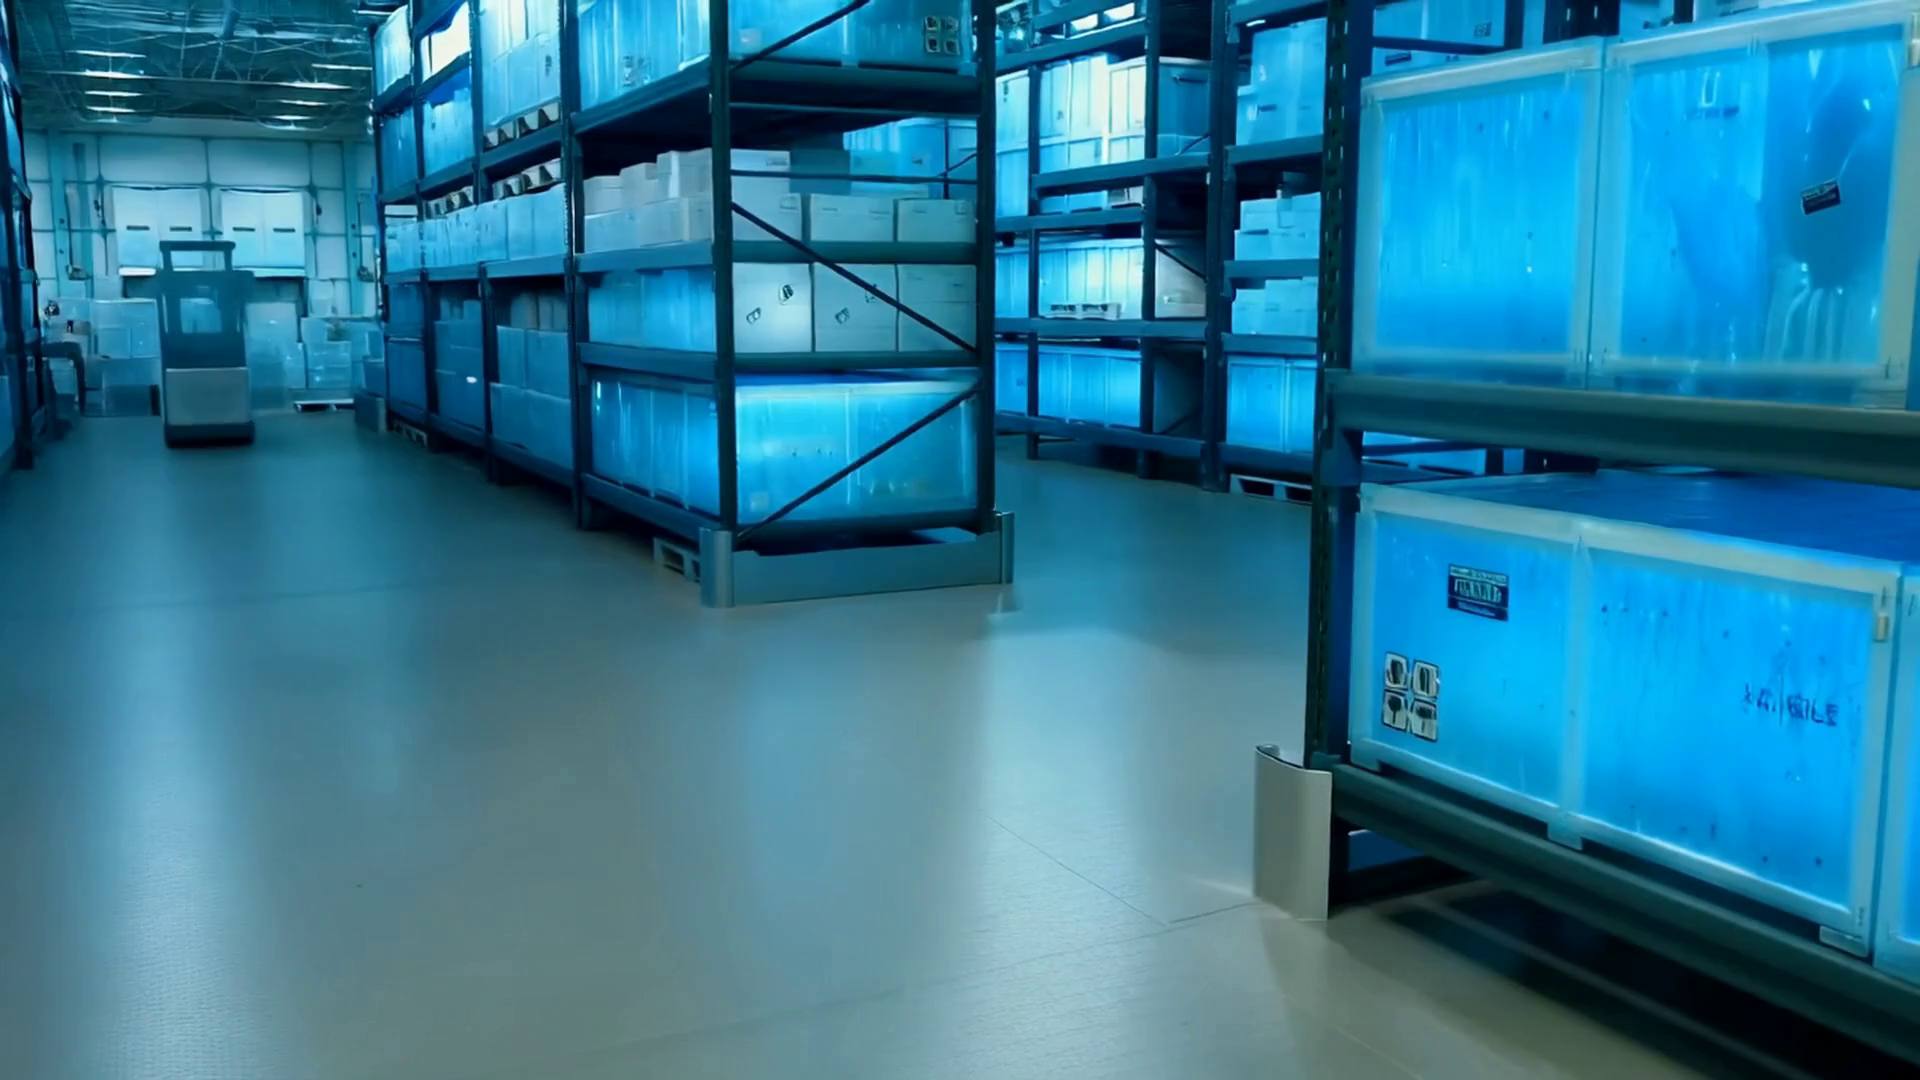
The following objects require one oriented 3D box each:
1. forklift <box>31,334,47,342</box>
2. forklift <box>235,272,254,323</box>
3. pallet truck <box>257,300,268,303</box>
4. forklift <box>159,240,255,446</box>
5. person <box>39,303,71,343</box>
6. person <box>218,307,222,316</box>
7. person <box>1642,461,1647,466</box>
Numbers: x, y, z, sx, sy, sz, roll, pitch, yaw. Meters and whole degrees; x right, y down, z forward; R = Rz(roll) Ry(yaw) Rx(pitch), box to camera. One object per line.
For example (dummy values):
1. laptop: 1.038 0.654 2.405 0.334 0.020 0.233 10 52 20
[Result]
1. forklift: -28.778 -6.719 50.422 1.873 2.768 1.129 -3 9 -19
2. forklift: -21.660 -6.656 49.987 1.873 2.768 1.129 6 10 37
3. pallet truck: -23.913 -7.404 58.171 1.885 1.965 0.823 -1 8 -9
4. forklift: -10.555 -2.769 23.185 1.129 2.768 1.873 -4 9 -26
5. person: -20.518 -4.415 37.763 0.630 1.940 0.372 -4 9 -26
6. person: -14.689 -3.667 32.822 0.941 1.891 0.592 -3 9 -19
7. person: 8.068 -1.809 19.890 0.642 1.913 0.409 -1 8 -4
